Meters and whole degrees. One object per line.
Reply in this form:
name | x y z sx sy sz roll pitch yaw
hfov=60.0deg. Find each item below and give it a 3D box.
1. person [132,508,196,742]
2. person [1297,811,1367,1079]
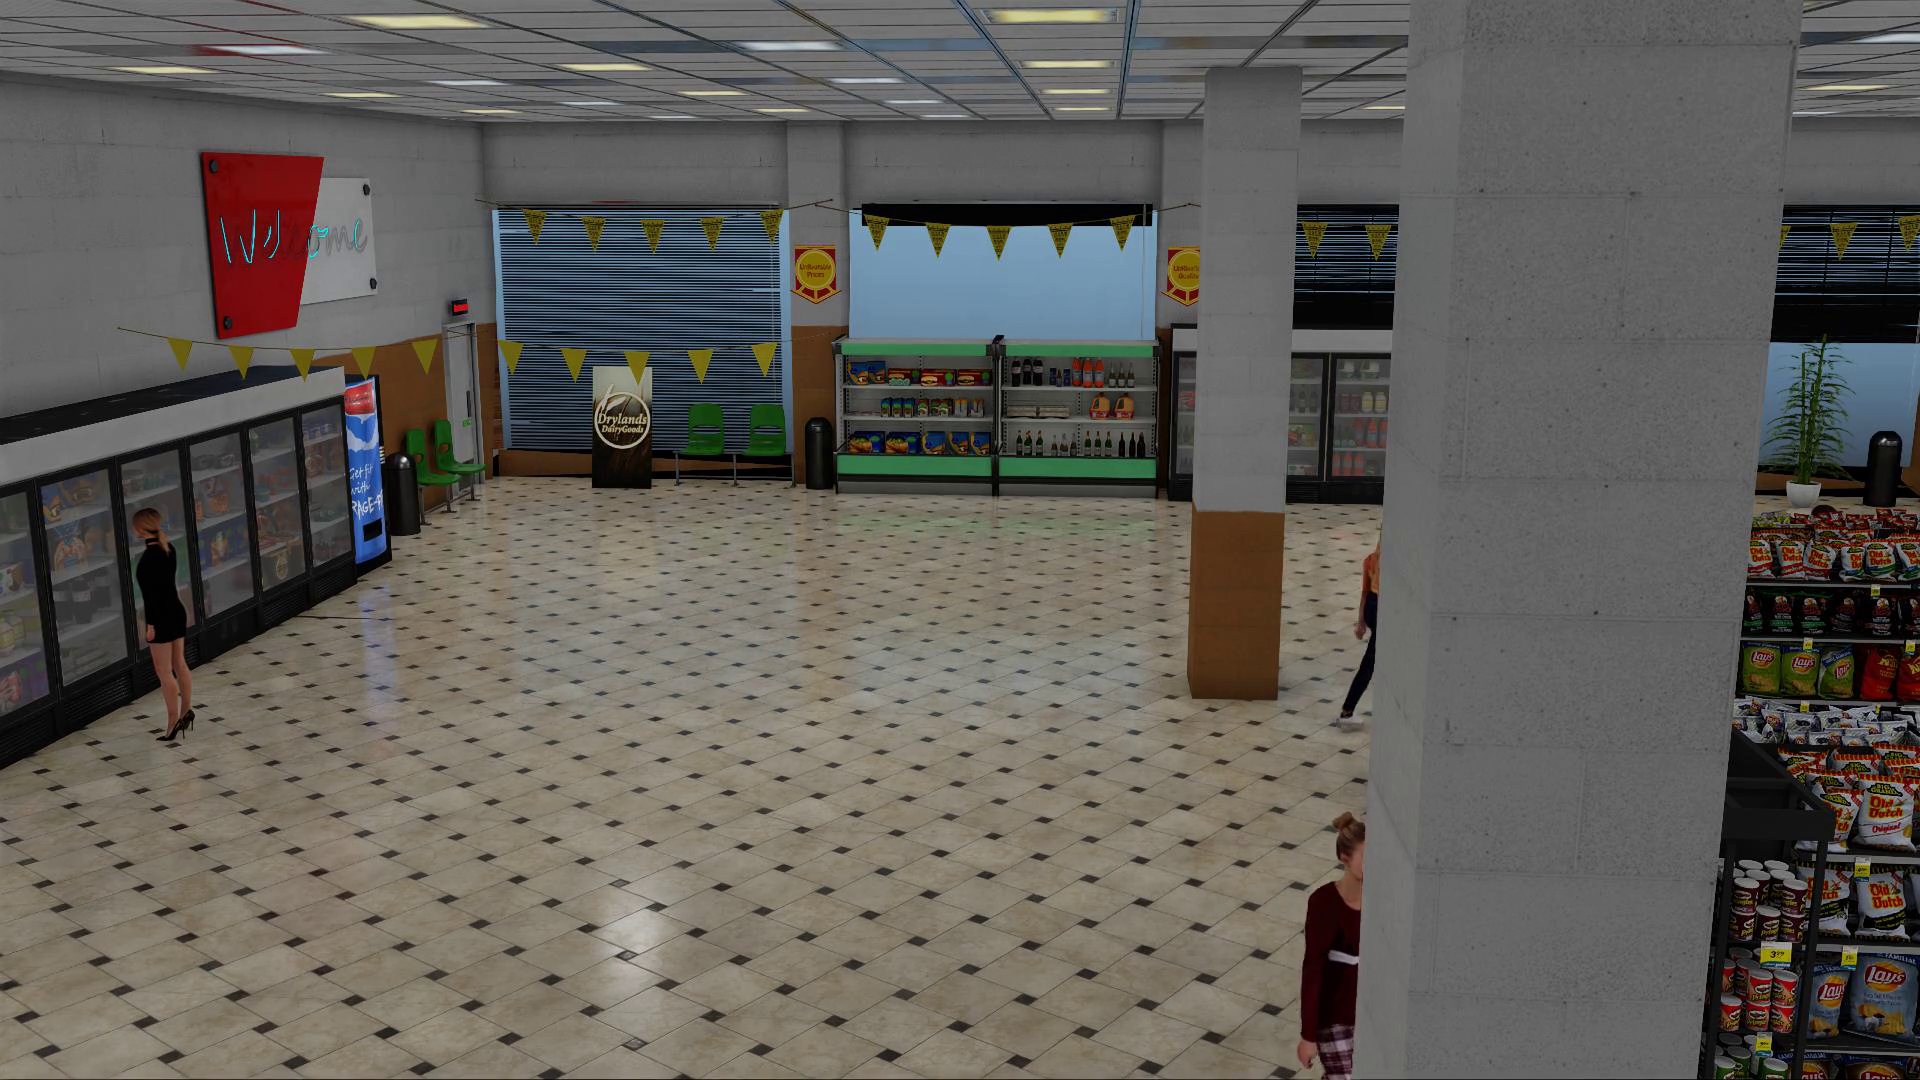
person | -6.008 0.625 12.526 0.548 1.767 0.597 0 12 -1
person | 1.508 1.903 6.685 1.017 1.673 1.047 -8 14 -34
